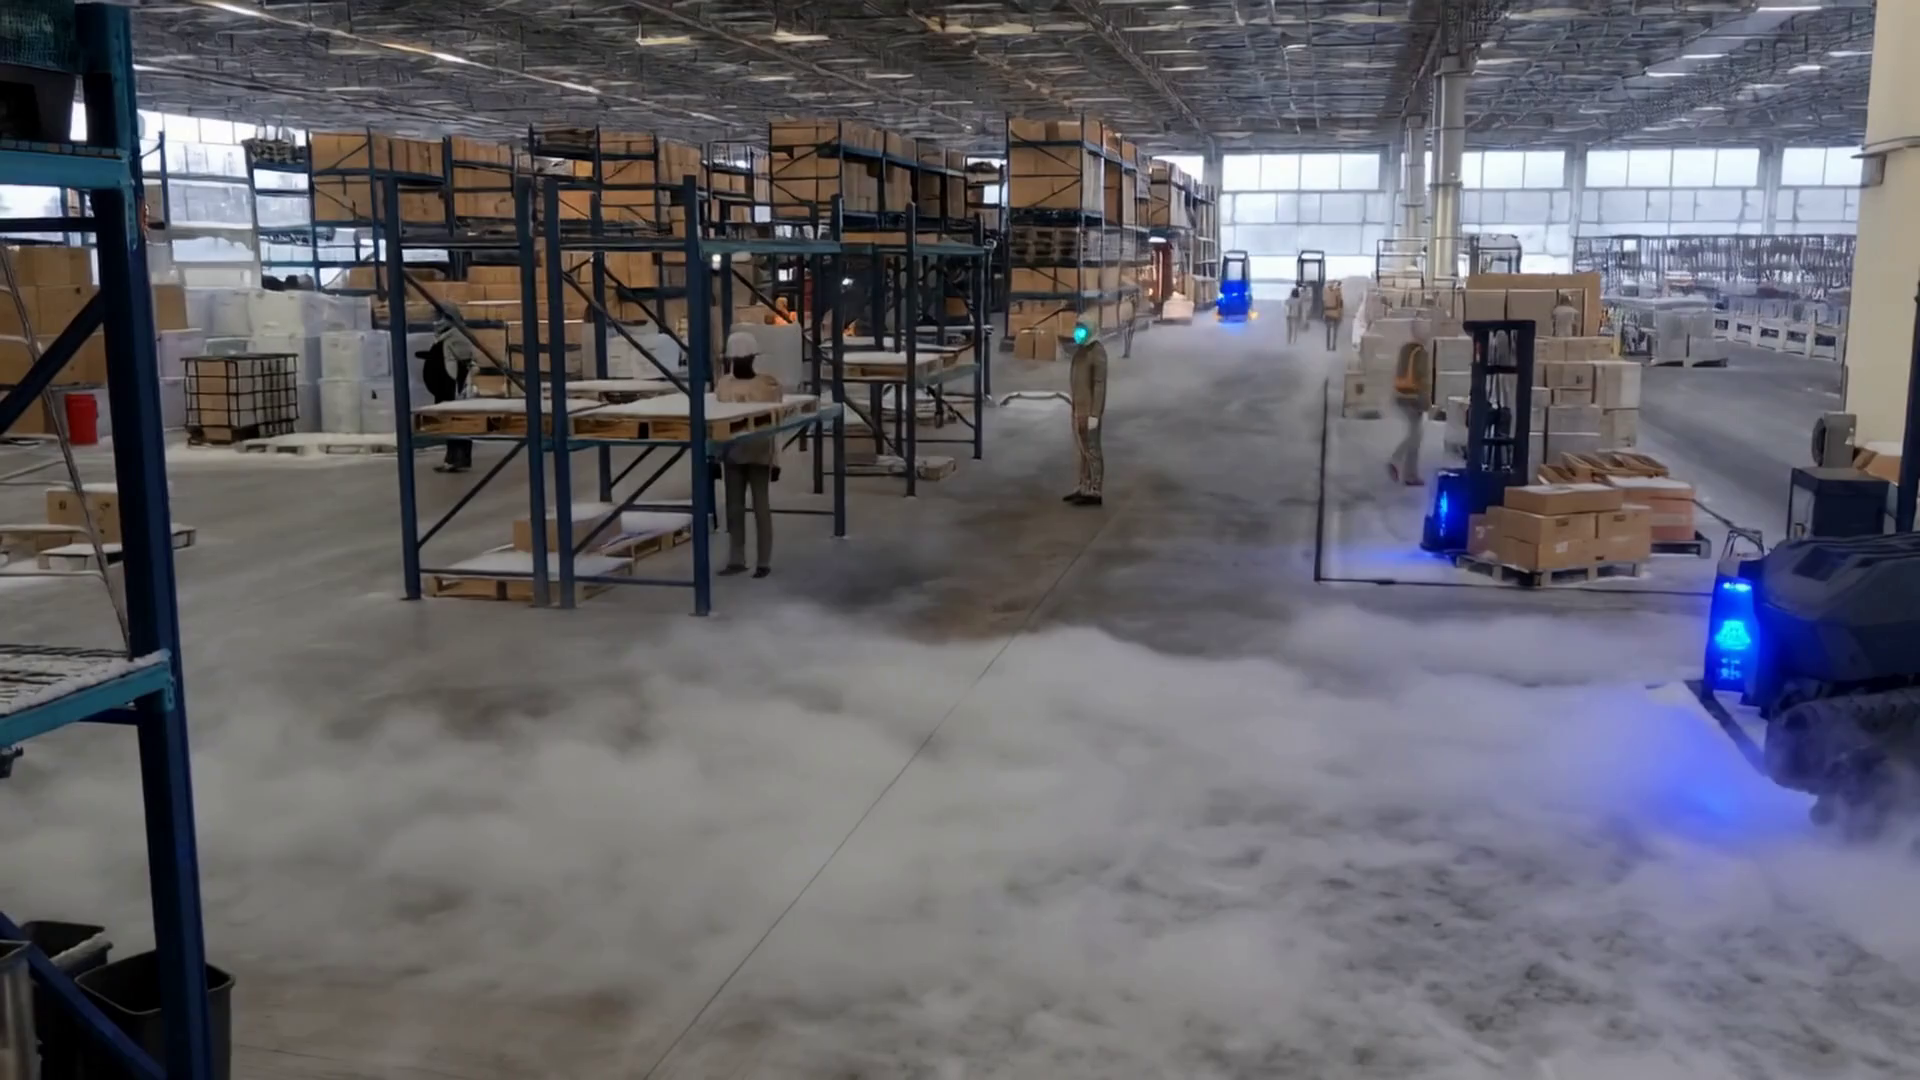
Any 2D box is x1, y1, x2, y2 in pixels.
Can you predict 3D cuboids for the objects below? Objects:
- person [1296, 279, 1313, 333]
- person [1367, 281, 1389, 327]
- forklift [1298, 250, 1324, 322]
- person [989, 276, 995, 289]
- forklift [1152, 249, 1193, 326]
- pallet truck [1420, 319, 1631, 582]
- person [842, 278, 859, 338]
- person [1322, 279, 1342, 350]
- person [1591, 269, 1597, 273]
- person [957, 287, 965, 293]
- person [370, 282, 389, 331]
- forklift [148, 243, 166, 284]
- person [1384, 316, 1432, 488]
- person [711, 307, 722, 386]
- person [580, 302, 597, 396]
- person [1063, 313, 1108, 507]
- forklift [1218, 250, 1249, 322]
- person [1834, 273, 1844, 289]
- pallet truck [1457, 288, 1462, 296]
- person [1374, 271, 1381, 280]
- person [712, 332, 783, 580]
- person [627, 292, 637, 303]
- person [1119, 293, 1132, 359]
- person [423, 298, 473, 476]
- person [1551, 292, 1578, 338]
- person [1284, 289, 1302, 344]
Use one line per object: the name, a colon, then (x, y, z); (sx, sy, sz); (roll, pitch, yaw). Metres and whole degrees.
person: (11.661, -7.932, 56.363); (0.596, 1.807, 0.735); (1, 10, 5)
person: (10.748, -5.618, 42.361); (0.572, 1.896, 0.916); (-6, 11, -30)
forklift: (13.778, -10.002, 65.433); (1.129, 2.768, 1.873); (2, 10, 12)
person: (1.911, -14.299, 94.345); (0.678, 1.707, 0.678); (-8, 13, -40)
forklift: (7.646, -9.320, 61.395); (1.873, 2.768, 1.129); (2, 10, 11)
pallet truck: (4.543, -0.757, 13.299); (0.823, 1.965, 1.885); (-4, 10, -22)
person: (-2.826, -5.532, 41.577); (0.610, 1.997, 0.375); (-3, 10, -15)
person: (10.136, -6.135, 45.372); (0.542, 1.919, 0.504); (2, 10, 12)
person: (30.350, -11.982, 79.783); (0.395, 1.990, 0.619); (-1, 10, -8)
person: (-0.021, -8.720, 60.908); (0.626, 1.847, 0.429); (4, 10, 24)
person: (-14.546, -5.544, 41.915); (0.587, 1.911, 0.397); (-5, 11, -27)
forklift: (-17.945, -5.157, 36.742); (1.873, 2.768, 1.129); (2, 10, 12)
person: (4.922, -1.479, 17.944); (0.408, 1.871, 0.617); (-1, 10, -7)
person: (-4.379, -3.310, 28.626); (0.655, 1.926, 0.437); (8, 12, 38)
person: (-4.848, -2.213, 22.098); (0.372, 1.940, 0.631); (-1, 10, -7)
person: (1.273, -1.306, 16.718); (0.362, 1.939, 0.635); (-2, 10, -14)
forklift: (10.736, -9.937, 65.051); (1.129, 2.768, 1.873); (2, 10, 12)
person: (42.856, -12.105, 80.986); (0.592, 1.832, 0.404); (1, 10, 7)
pallet truck: (20.506, -9.785, 68.819); (0.653, 1.274, 1.630); (2, 10, 12)
person: (21.903, -13.106, 86.715); (0.909, 1.914, 0.613); (-1, 10, -4)
person: (-1.662, -0.646, 12.857); (0.594, 1.922, 0.386); (4, 10, 20)
person: (-7.811, -5.123, 40.055); (0.507, 1.684, 0.551); (-1, 10, -7)
person: (4.134, -5.328, 41.421); (0.310, 1.642, 0.514); (1, 10, 4)
person: (-5.885, -1.761, 19.115); (0.538, 2.000, 0.681); (-7, 12, -35)
person: (11.276, -3.686, 31.055); (0.521, 1.861, 0.327); (5, 11, 26)
person: (9.671, -6.480, 48.313); (0.506, 1.615, 0.675); (2, 10, 9)
